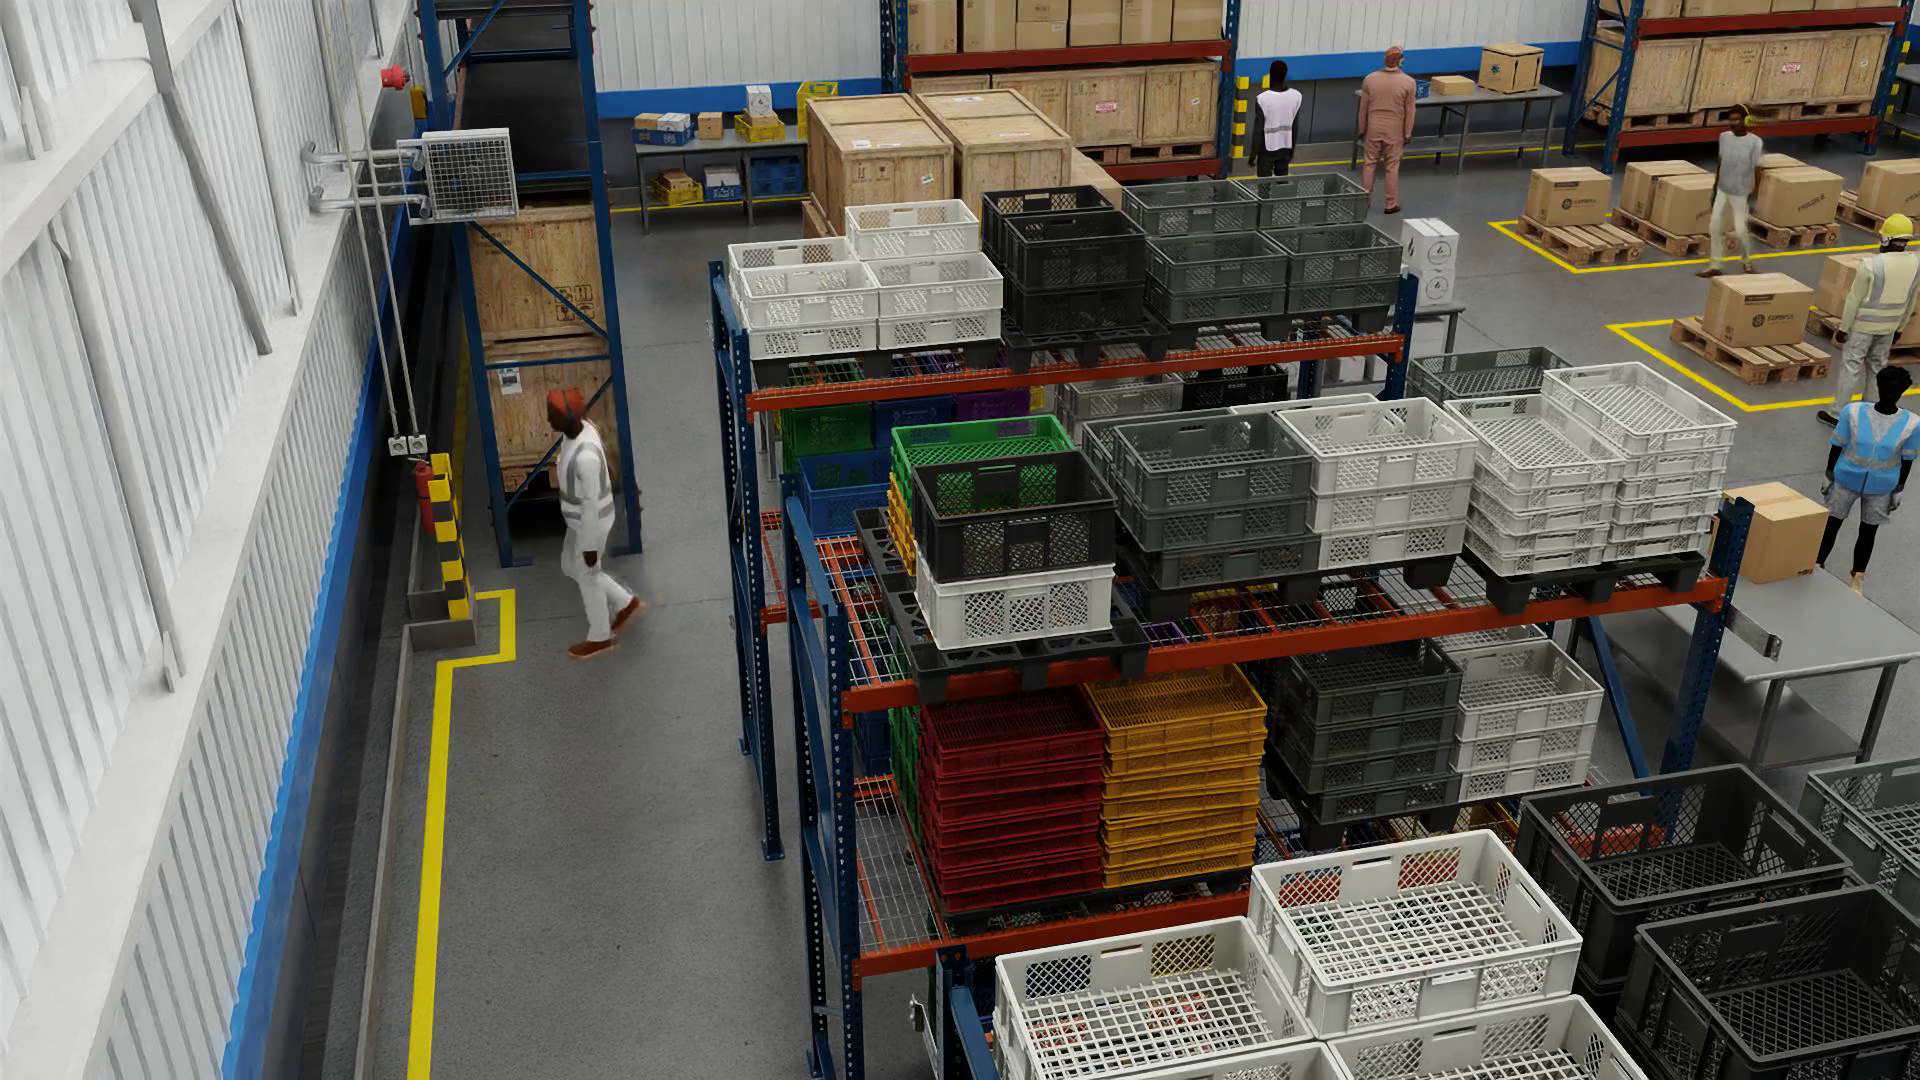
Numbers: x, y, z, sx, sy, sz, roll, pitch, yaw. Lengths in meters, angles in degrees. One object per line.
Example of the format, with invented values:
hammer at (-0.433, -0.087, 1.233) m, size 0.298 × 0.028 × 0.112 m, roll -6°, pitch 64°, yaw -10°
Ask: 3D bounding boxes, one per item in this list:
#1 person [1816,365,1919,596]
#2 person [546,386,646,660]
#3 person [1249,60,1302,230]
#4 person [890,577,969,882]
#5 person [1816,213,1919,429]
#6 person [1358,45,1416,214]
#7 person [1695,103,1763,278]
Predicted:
person at (6.095, -0.380, 11.216) m, size 0.535 × 1.700 × 0.318 m, roll 14°, pitch 31°, yaw 25°
person at (-2.346, -0.112, 10.521) m, size 0.458 × 1.871 × 0.586 m, roll -9°, pitch 29°, yaw -16°
person at (3.513, -4.371, 18.559) m, size 0.596 × 1.914 × 0.373 m, roll -13°, pitch 30°, yaw -23°
person at (-0.111, 0.910, 8.516) m, size 0.372 × 1.940 × 0.632 m, roll -17°, pitch 32°, yaw -30°
person at (7.561, -1.798, 13.780) m, size 0.583 × 1.824 × 0.403 m, roll -4°, pitch 28°, yaw -8°
person at (4.946, -4.758, 19.302) m, size 0.639 × 1.911 × 0.402 m, roll 15°, pitch 31°, yaw 26°
person at (8.057, -3.607, 17.204) m, size 0.605 × 1.835 × 0.562 m, roll -16°, pitch 32°, yaw -28°
